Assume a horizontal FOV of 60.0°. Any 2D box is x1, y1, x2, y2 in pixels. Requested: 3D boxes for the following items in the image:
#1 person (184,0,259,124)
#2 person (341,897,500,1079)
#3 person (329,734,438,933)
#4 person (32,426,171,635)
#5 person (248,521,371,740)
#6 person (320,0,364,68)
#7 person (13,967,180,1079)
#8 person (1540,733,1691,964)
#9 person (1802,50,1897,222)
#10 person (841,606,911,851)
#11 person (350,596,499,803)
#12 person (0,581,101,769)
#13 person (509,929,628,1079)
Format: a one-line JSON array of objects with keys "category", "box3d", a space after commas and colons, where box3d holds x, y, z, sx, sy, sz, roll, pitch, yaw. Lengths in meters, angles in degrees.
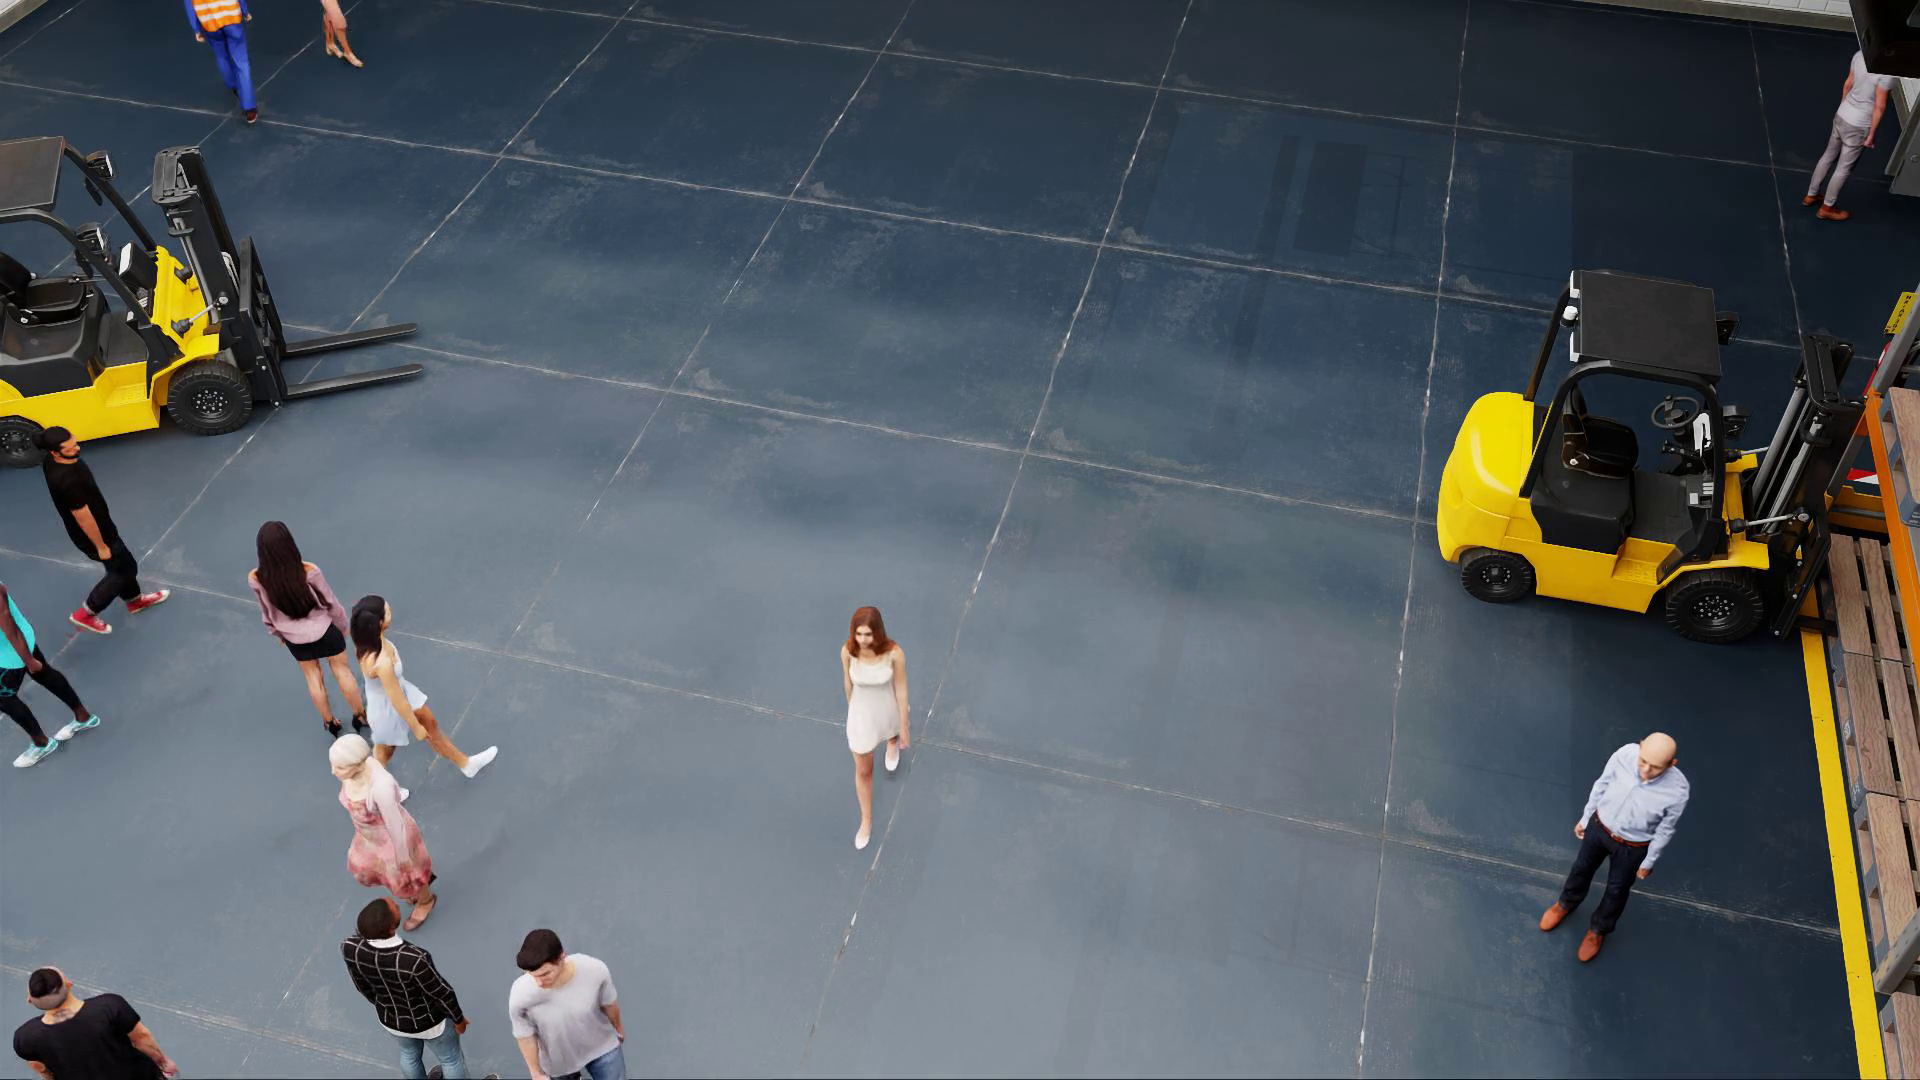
[{"category": "person", "box3d": [-7.151, -4.946, 16.153, 1.033, 1.830, 1.175, -12, 45, -12]}, {"category": "person", "box3d": [-2.779, 2.400, 8.448, 0.661, 1.821, 0.547, 9, 44, 9]}, {"category": "person", "box3d": [-3.178, 1.593, 9.398, 0.724, 1.678, 0.763, 28, 50, 27]}, {"category": "person", "box3d": [-5.853, -0.043, 11.072, 1.008, 1.740, 0.925, -29, 51, -27]}, {"category": "person", "box3d": [-4.036, 0.591, 10.356, 0.692, 1.810, 0.672, -7, 44, -7]}, {"category": "person", "box3d": [-6.604, -5.762, 17.023, 0.731, 1.811, 0.746, 16, 46, 16]}, {"category": "person", "box3d": [-4.158, 2.680, 8.134, 0.839, 1.850, 0.890, -20, 47, -20]}, {"category": "person", "box3d": [3.670, 1.650, 9.257, 0.759, 1.790, 0.735, -32, 52, -29]}, {"category": "person", "box3d": [8.018, -3.749, 14.900, 0.821, 1.825, 0.670, -8, 44, -8]}, {"category": "person", "box3d": [-0.474, 0.963, 10.067, 0.703, 1.669, 1.182, 5, 44, 5]}, {"category": "person", "box3d": [-3.499, 1.044, 9.971, 1.120, 1.684, 1.077, -20, 47, -19]}, {"category": "person", "box3d": [-5.789, 0.618, 10.340, 0.917, 1.792, 0.849, -24, 49, -23]}, {"category": "person", "box3d": [-1.965, 2.453, 8.368, 1.127, 1.855, 1.236, -19, 47, -19]}]
